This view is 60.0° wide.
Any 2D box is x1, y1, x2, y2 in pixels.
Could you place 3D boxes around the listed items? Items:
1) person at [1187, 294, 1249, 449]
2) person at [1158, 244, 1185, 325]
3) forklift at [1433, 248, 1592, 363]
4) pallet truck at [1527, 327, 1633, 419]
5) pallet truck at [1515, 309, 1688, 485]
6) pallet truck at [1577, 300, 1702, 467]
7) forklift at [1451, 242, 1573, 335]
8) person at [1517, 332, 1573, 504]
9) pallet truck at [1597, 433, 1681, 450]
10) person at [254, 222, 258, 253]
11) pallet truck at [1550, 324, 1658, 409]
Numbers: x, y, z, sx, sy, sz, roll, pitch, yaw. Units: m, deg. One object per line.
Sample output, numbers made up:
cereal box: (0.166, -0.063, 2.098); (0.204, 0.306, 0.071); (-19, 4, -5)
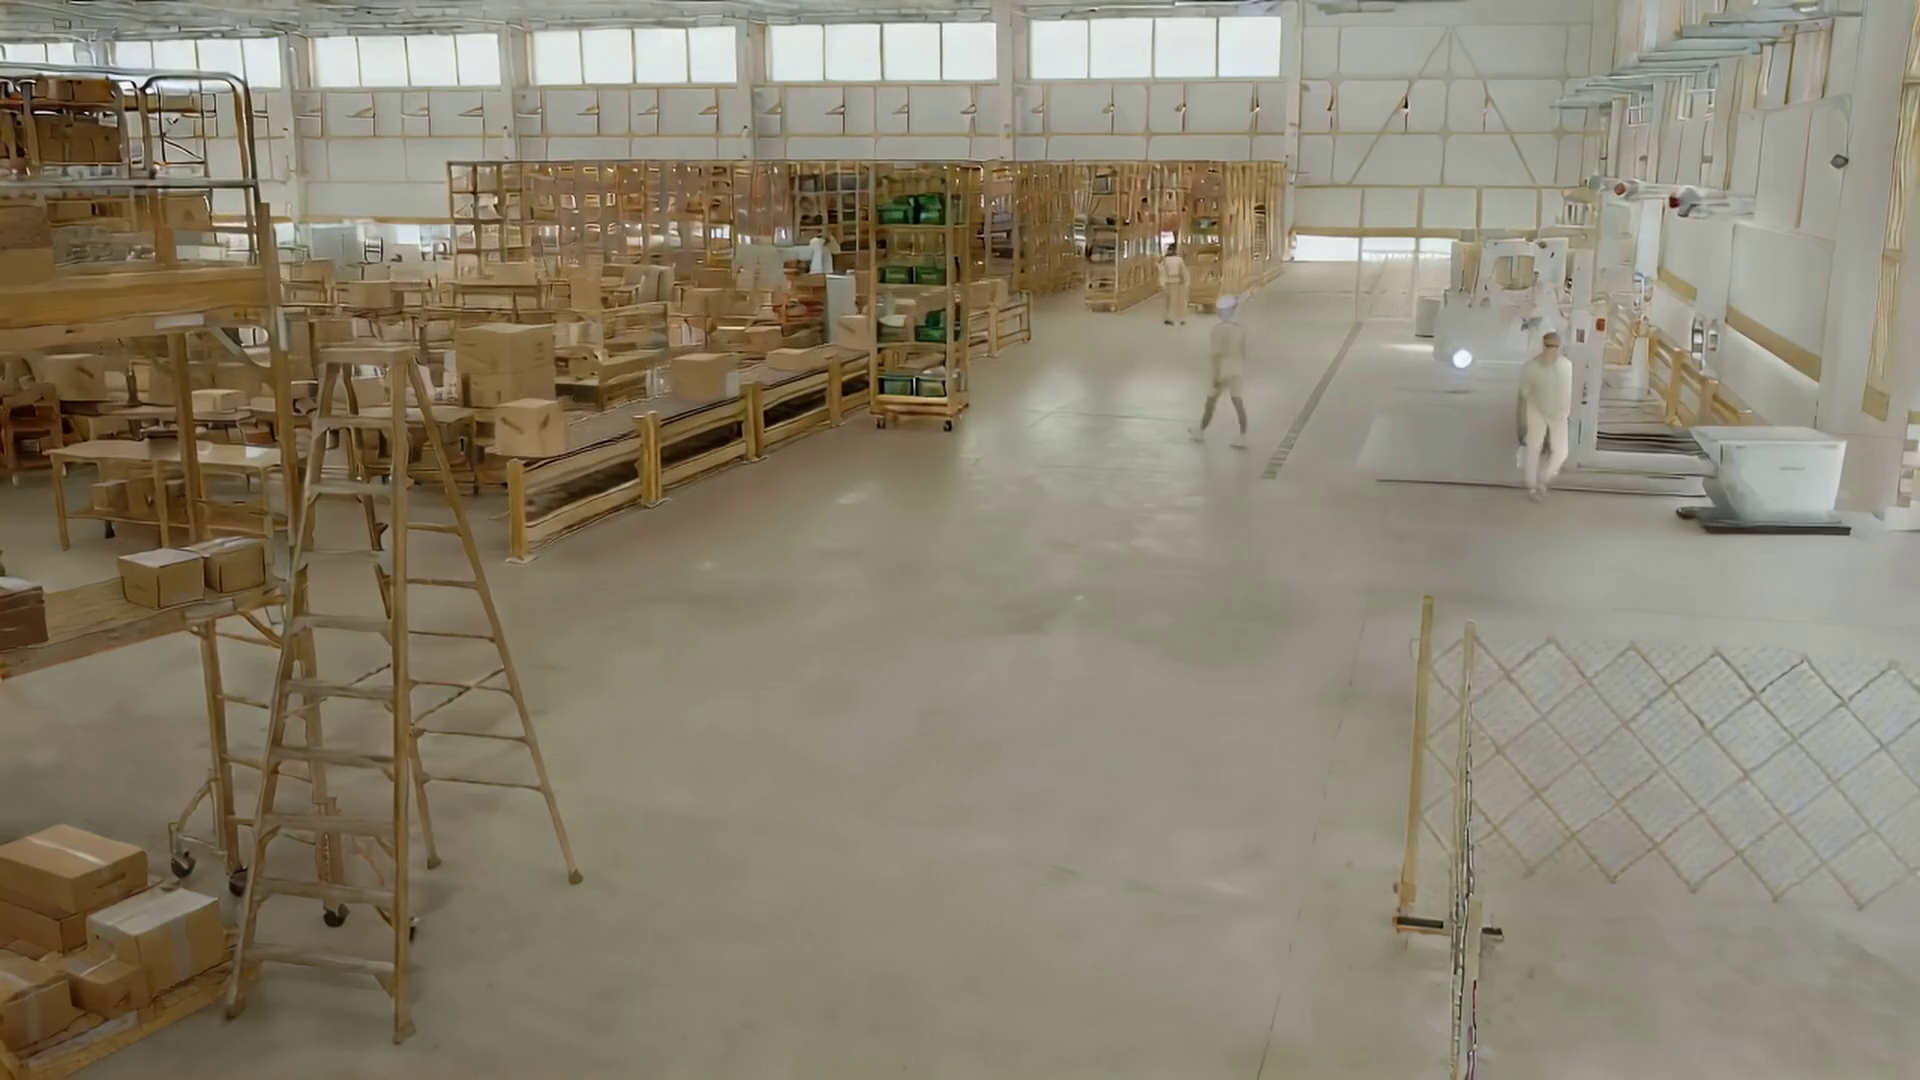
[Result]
person: (3.441, -2.205, 21.712); (0.609, 1.992, 1.052); (-7, 15, -29)
person: (4.760, -5.752, 37.487); (0.635, 1.800, 0.470); (-5, 14, -21)
forklift: (9.780, -4.111, 29.280); (2.680, 1.987, 1.157); (3, 13, 14)
pallet truck: (9.065, -2.460, 24.370); (1.522, 1.261, 0.704); (3, 13, 14)
pallet truck: (7.554, -1.677, 19.446); (1.885, 1.965, 0.823); (3, 13, 14)
pallet truck: (8.263, -1.952, 20.631); (1.885, 1.965, 0.823); (5, 14, 20)
forklift: (10.464, -4.597, 31.405); (2.680, 1.987, 1.157); (4, 14, 16)
person: (6.408, -1.330, 18.176); (0.677, 1.888, 0.435); (-3, 13, -14)
pallet truck: (8.641, -1.896, 21.908); (1.630, 1.274, 0.653); (4, 14, 16)
person: (-23.283, -9.944, 55.380); (0.612, 1.893, 1.008); (-12, 17, -41)
pallet truck: (9.824, -2.669, 25.407); (1.601, 1.201, 0.680); (4, 14, 16)
